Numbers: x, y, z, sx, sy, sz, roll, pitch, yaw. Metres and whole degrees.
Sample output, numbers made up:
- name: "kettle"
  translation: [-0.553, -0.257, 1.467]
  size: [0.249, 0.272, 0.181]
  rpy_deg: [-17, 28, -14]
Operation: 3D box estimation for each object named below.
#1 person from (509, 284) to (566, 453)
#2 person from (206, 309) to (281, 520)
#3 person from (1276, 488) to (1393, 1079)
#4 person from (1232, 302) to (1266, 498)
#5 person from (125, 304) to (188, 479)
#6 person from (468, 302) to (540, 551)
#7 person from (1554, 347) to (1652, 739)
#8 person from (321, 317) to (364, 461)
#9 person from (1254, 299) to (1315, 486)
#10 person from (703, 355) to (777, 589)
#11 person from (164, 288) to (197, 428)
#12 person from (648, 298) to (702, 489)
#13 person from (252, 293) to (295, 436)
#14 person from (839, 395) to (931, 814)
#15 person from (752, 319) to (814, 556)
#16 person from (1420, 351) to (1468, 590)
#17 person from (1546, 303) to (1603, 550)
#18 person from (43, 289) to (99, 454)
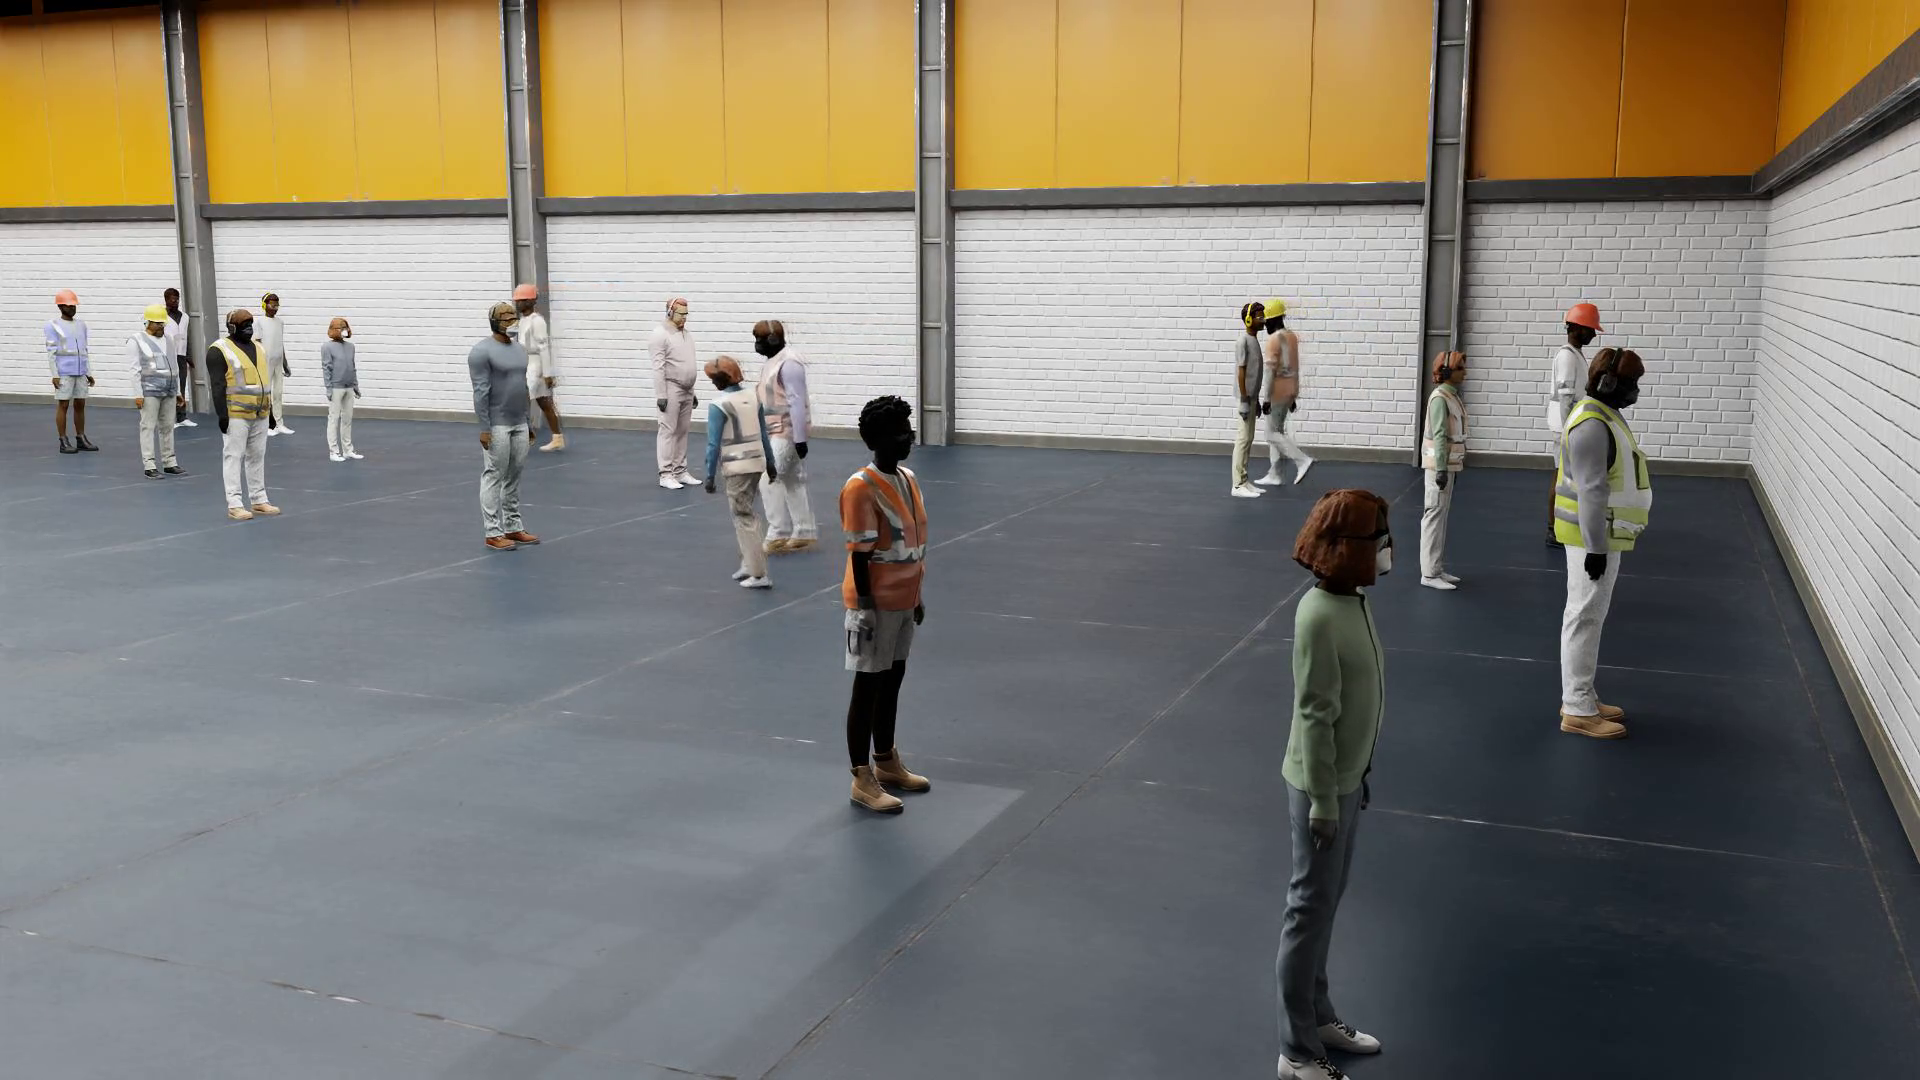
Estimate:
- name: "person"
  translation: [-5.144, -1.997, 19.564]
  size: [1.040, 1.993, 0.638]
  rpy_deg: [-5, 11, -30]
- name: "person"
  translation: [-6.299, -1.112, 14.683]
  size: [0.429, 1.845, 0.622]
  rpy_deg: [4, 10, 22]
- name: "person"
  translation: [1.023, 0.669, 4.516]
  size: [0.281, 1.634, 0.498]
  rpy_deg: [4, 10, 22]
- name: "person"
  translation: [2.806, -1.352, 16.050]
  size: [0.329, 1.873, 0.514]
  rpy_deg: [4, 10, 22]
- name: "person"
  translation: [-8.391, -1.553, 17.416]
  size: [0.403, 1.823, 0.588]
  rpy_deg: [4, 10, 22]
- name: "person"
  translation: [-3.571, -0.896, 13.078]
  size: [0.373, 1.940, 0.627]
  rpy_deg: [4, 10, 22]
- name: "person"
  translation: [3.055, 0.005, 7.933]
  size: [0.429, 1.838, 0.622]
  rpy_deg: [4, 10, 22]
- name: "person"
  translation: [-7.056, -1.719, 18.990]
  size: [0.281, 1.634, 0.498]
  rpy_deg: [4, 10, 22]
- name: "person"
  translation: [3.254, -1.462, 16.644]
  size: [0.581, 1.891, 0.598]
  rpy_deg: [6, 11, 31]
- name: "person"
  translation: [-1.535, -0.465, 11.434]
  size: [0.563, 1.606, 0.583]
  rpy_deg: [6, 11, 30]
- name: "person"
  translation: [-10.811, -2.496, 22.852]
  size: [0.392, 1.914, 0.588]
  rpy_deg: [4, 10, 22]
- name: "person"
  translation: [-2.833, -1.471, 16.682]
  size: [0.408, 1.903, 0.638]
  rpy_deg: [4, 10, 22]
- name: "person"
  translation: [-9.015, -2.303, 21.836]
  size: [0.329, 1.865, 0.514]
  rpy_deg: [4, 10, 22]
- name: "person"
  translation: [-0.303, 0.253, 6.848]
  size: [0.319, 1.697, 0.533]
  rpy_deg: [4, 10, 22]
- name: "person"
  translation: [-1.443, -0.793, 12.831]
  size: [0.672, 1.812, 0.648]
  rpy_deg: [-3, 10, -17]
- name: "person"
  translation: [3.340, -0.485, 11.494]
  size: [0.309, 1.641, 0.513]
  rpy_deg: [4, 10, 22]
- name: "person"
  translation: [4.818, -0.891, 13.080]
  size: [0.370, 1.928, 0.543]
  rpy_deg: [4, 10, 22]
- name: "person"
  translation: [-10.553, -2.000, 19.770]
  size: [0.359, 1.939, 0.543]
  rpy_deg: [4, 10, 22]
